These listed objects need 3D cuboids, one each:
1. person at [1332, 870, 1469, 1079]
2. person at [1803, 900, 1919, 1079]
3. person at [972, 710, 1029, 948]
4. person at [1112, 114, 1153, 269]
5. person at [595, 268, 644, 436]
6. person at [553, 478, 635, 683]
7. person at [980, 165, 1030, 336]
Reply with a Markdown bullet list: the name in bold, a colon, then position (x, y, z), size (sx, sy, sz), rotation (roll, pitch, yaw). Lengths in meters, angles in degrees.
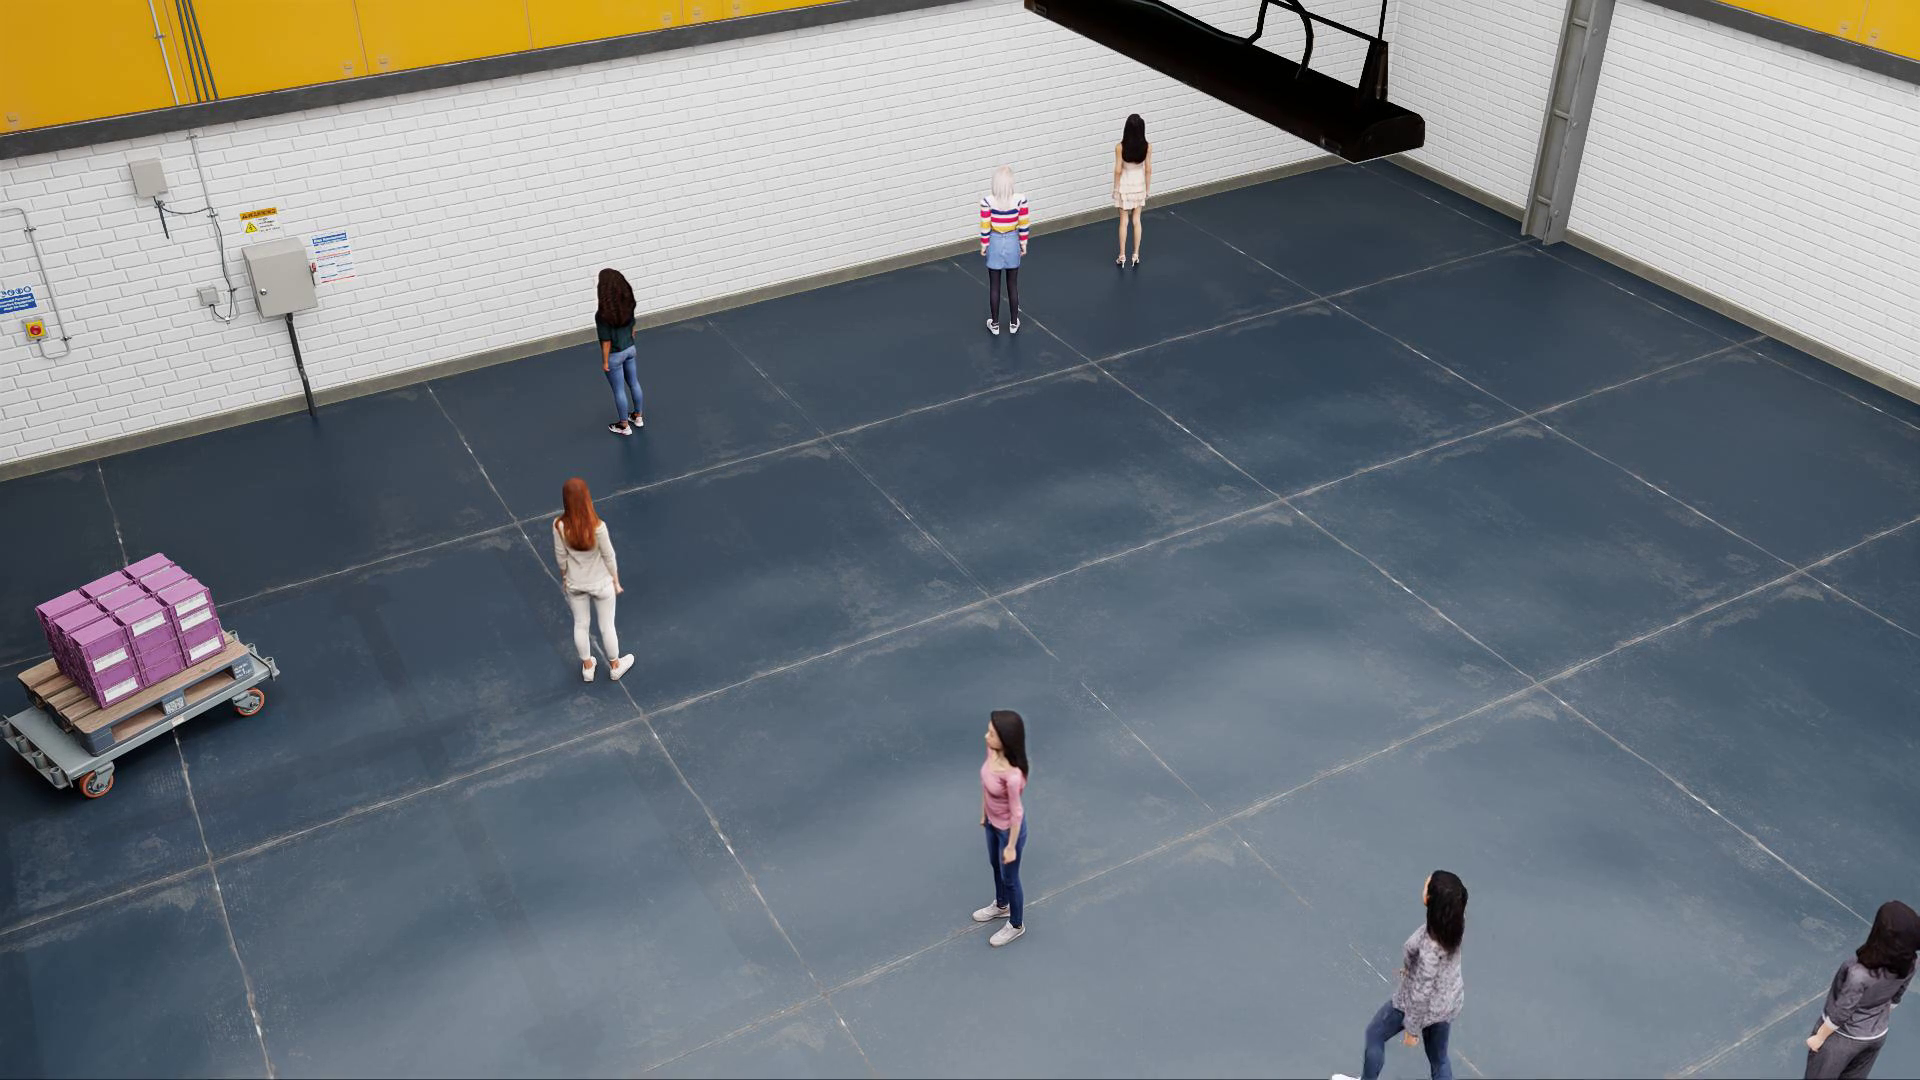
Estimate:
- **person**: position (2.558, 2.497, 8.807), size (0.946, 1.697, 0.773), rotation (27, 42, 35)
- **person**: position (4.644, 2.559, 8.654), size (0.641, 1.764, 0.577), rotation (-10, 35, -15)
- **person**: position (0.262, 1.711, 9.952), size (0.661, 1.739, 0.477), rotation (-12, 35, -17)
- **person**: position (1.883, -3.840, 18.306), size (0.653, 1.736, 0.660), rotation (-2, 34, -3)
- **person**: position (-3.124, -1.735, 15.246), size (0.719, 1.617, 0.694), rotation (22, 39, 29)
- **person**: position (-2.698, 0.303, 12.094), size (0.687, 1.713, 0.724), rotation (3, 34, 5)
- **person**: position (0.443, -2.960, 16.916), size (0.723, 1.809, 0.683), rotation (-3, 34, -4)
